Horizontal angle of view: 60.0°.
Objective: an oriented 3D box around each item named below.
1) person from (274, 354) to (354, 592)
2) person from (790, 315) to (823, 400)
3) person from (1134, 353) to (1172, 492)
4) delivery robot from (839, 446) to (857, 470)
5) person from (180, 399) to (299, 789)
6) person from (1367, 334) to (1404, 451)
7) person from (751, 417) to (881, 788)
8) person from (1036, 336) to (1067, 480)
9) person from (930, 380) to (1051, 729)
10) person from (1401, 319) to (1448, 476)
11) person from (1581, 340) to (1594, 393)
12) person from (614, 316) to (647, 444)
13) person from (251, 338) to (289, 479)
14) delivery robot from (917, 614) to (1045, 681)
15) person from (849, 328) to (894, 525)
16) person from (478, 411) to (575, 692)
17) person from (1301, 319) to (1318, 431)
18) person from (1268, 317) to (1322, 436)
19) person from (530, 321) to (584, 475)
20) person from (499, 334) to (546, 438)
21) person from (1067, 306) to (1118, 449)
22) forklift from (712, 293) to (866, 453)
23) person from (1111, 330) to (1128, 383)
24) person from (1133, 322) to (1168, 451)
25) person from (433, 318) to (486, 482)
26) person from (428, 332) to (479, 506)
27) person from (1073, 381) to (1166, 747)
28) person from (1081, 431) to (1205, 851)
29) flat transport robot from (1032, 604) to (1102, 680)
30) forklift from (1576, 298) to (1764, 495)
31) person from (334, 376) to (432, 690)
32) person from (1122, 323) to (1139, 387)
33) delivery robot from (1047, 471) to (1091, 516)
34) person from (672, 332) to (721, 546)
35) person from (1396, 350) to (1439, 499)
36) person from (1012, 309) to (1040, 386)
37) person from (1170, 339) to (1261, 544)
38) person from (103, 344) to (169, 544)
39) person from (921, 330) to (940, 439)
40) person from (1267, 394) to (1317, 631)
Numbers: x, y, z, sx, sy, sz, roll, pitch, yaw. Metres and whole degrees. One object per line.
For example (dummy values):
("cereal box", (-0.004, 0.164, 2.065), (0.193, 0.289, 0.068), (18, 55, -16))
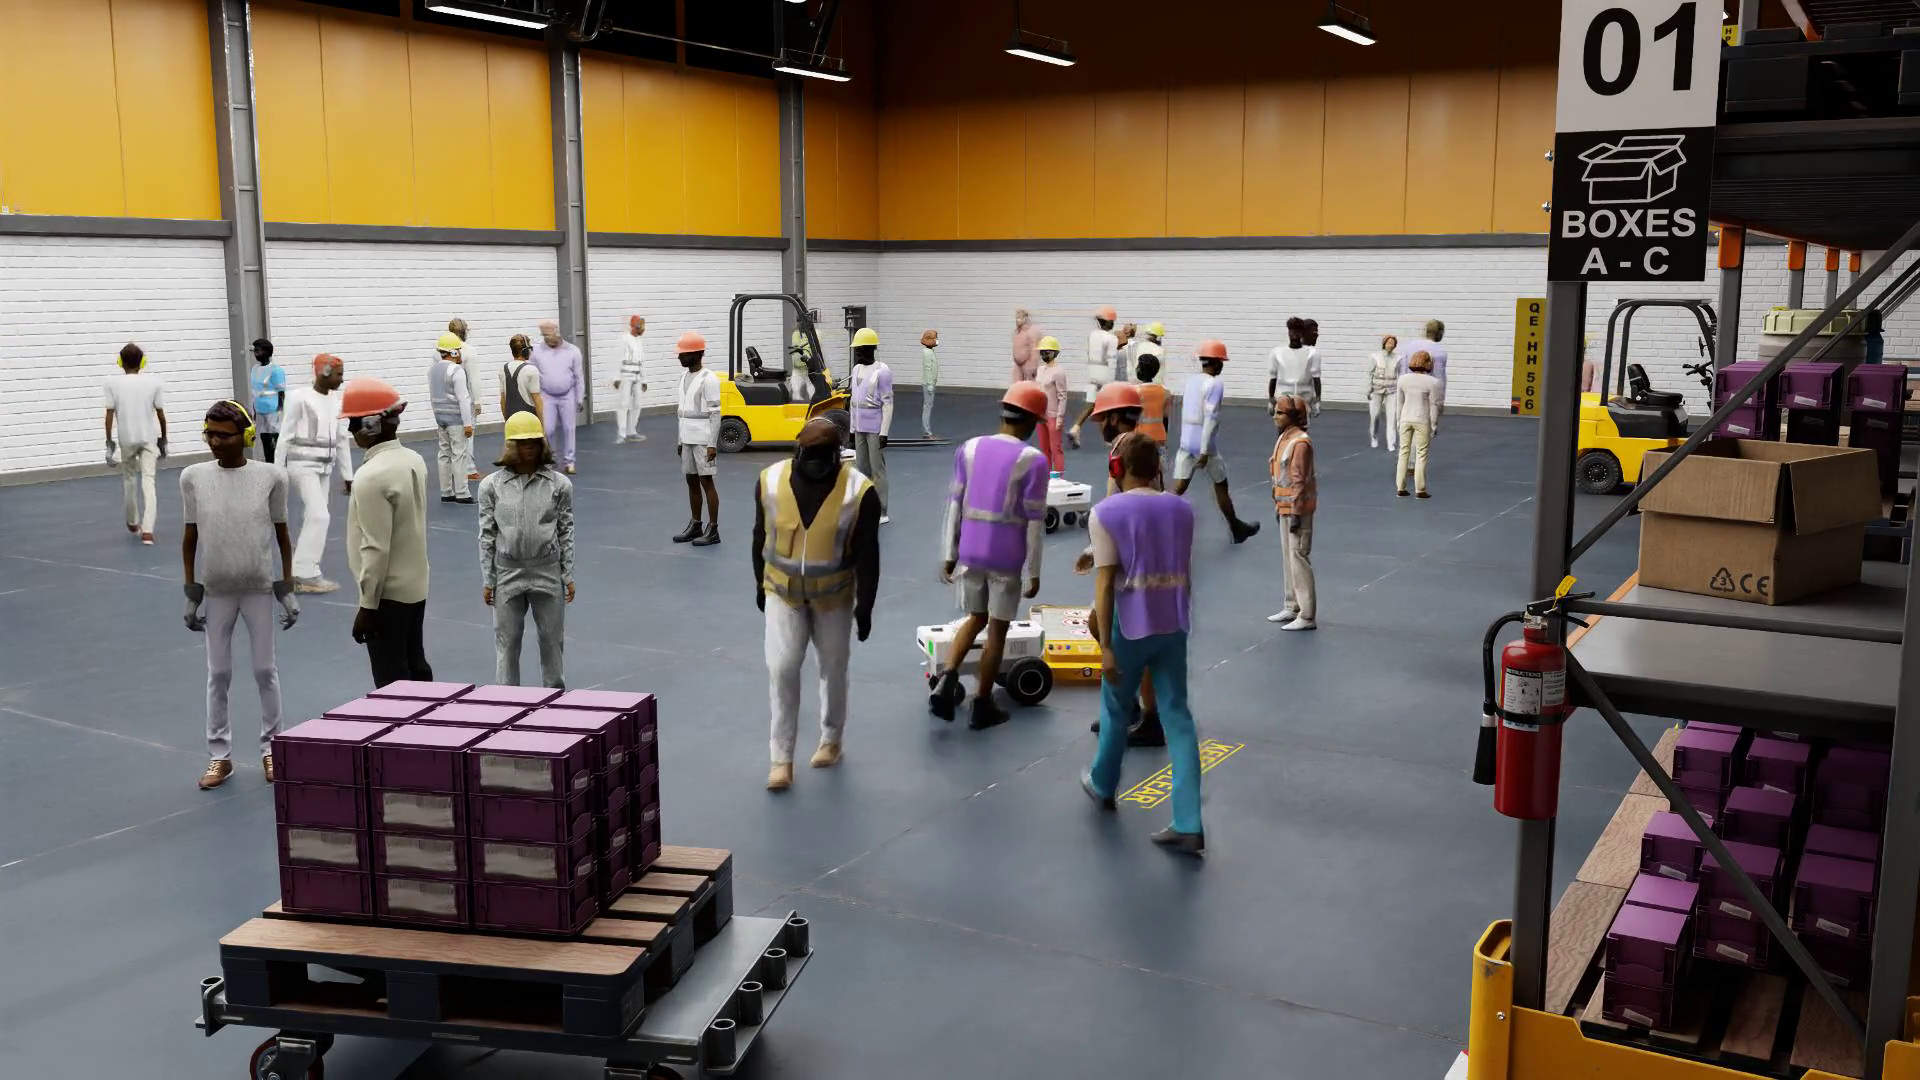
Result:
("person", (-4.963, -0.515, 12.867), (0.603, 1.832, 0.663), (2, 9, 14))
("person", (-2.497, -2.707, 26.599), (0.659, 1.817, 0.612), (7, 12, 38))
("person", (1.778, -0.930, 15.882), (0.541, 1.700, 0.315), (-6, 11, -33))
("delivery robot", (-1.518, -0.967, 19.389), (0.477, 0.478, 0.707), (-8, 12, -41))
("person", (-3.454, 0.257, 7.975), (0.519, 1.865, 0.331), (-3, 9, -16))
("person", (5.933, -2.061, 23.193), (0.533, 1.617, 0.650), (2, 9, 9))
("person", (-0.708, 0.292, 8.031), (0.656, 1.778, 0.836), (1, 9, 4))
("person", (0.974, -1.361, 18.359), (0.298, 1.772, 0.533), (-5, 11, -30))
("person", (0.197, 0.096, 8.893), (0.609, 1.886, 0.596), (6, 11, 34))
("person", (5.623, -1.725, 20.202), (0.489, 1.909, 0.659), (-4, 10, -25))
("person", (7.512, -1.634, 20.231), (0.938, 1.721, 0.527), (-5, 10, -26))
("person", (-4.804, -2.314, 24.091), (0.350, 1.856, 0.720), (4, 10, 22))
("person", (-8.147, -1.522, 19.585), (0.541, 1.696, 0.316), (6, 11, 31))
("delivery robot", (0.116, 0.605, 9.579), (0.707, 0.478, 0.477), (-2, 9, -13))
("person", (-0.897, -1.106, 16.274), (0.367, 1.926, 0.594), (-7, 12, -39))
("person", (-2.256, 0.199, 8.699), (0.492, 1.746, 0.285), (-3, 10, -18))
("person", (4.118, -1.710, 20.082), (0.371, 1.915, 0.597), (3, 10, 21))
("person", (3.937, -1.633, 19.513), (0.615, 1.935, 0.798), (1, 9, 8))
("person", (-4.907, -1.719, 20.265), (0.645, 1.874, 0.453), (-2, 9, -12))
("person", (-4.446, -1.174, 16.960), (0.508, 1.846, 0.345), (4, 10, 24))
("person", (1.936, -2.272, 23.327), (0.943, 2.013, 0.618), (-8, 12, -41))
("forklift", (-2.458, -2.344, 23.176), (2.313, 2.155, 1.214), (0, 9, -2))
("person", (2.311, -2.230, 24.207), (0.267, 1.632, 0.507), (0, 9, 0))
("person", (2.525, -2.077, 22.773), (0.815, 1.800, 0.620), (-8, 12, -40))
("person", (-5.905, -1.645, 19.609), (0.635, 1.936, 0.353), (4, 10, 25))
("person", (-5.348, -1.271, 17.592), (0.590, 1.837, 0.403), (7, 12, 38))
("person", (0.870, 0.120, 8.722), (0.496, 1.897, 0.567), (1, 9, 5))
("person", (0.805, 0.422, 7.275), (0.567, 1.767, 1.010), (-4, 10, -25))
("flat transport robot", (0.779, 0.632, 10.581), (0.652, 0.197, 1.431), (0, 9, 2))
("forklift", (7.954, -1.589, 18.462), (2.313, 2.155, 1.214), (5, 11, 30))
("person", (-2.642, 0.239, 7.683), (0.383, 1.992, 0.609), (0, 9, 1))
("person", (2.780, -2.743, 27.390), (0.309, 1.641, 0.514), (-6, 11, -33))
("delivery robot", (0.905, -0.414, 15.937), (0.707, 0.478, 0.477), (-6, 11, -32))
("person", (-2.396, -0.912, 15.039), (0.363, 1.933, 0.552), (-9, 12, -43))
("person", (5.000, -1.264, 18.208), (0.494, 1.624, 0.279), (8, 12, 40))
("person", (1.157, -2.933, 27.827), (0.766, 1.884, 0.656), (-7, 12, -39))
("person", (2.186, -0.849, 14.851), (1.093, 1.861, 0.563), (-5, 10, -28))
("person", (-7.582, -0.893, 15.314), (0.528, 1.808, 1.018), (-5, 10, -27))
("person", (-0.433, -2.264, 24.419), (0.285, 1.633, 0.500), (0, 9, 3))
("person", (2.306, -0.194, 11.521), (0.320, 1.627, 0.515), (-1, 9, -6))
